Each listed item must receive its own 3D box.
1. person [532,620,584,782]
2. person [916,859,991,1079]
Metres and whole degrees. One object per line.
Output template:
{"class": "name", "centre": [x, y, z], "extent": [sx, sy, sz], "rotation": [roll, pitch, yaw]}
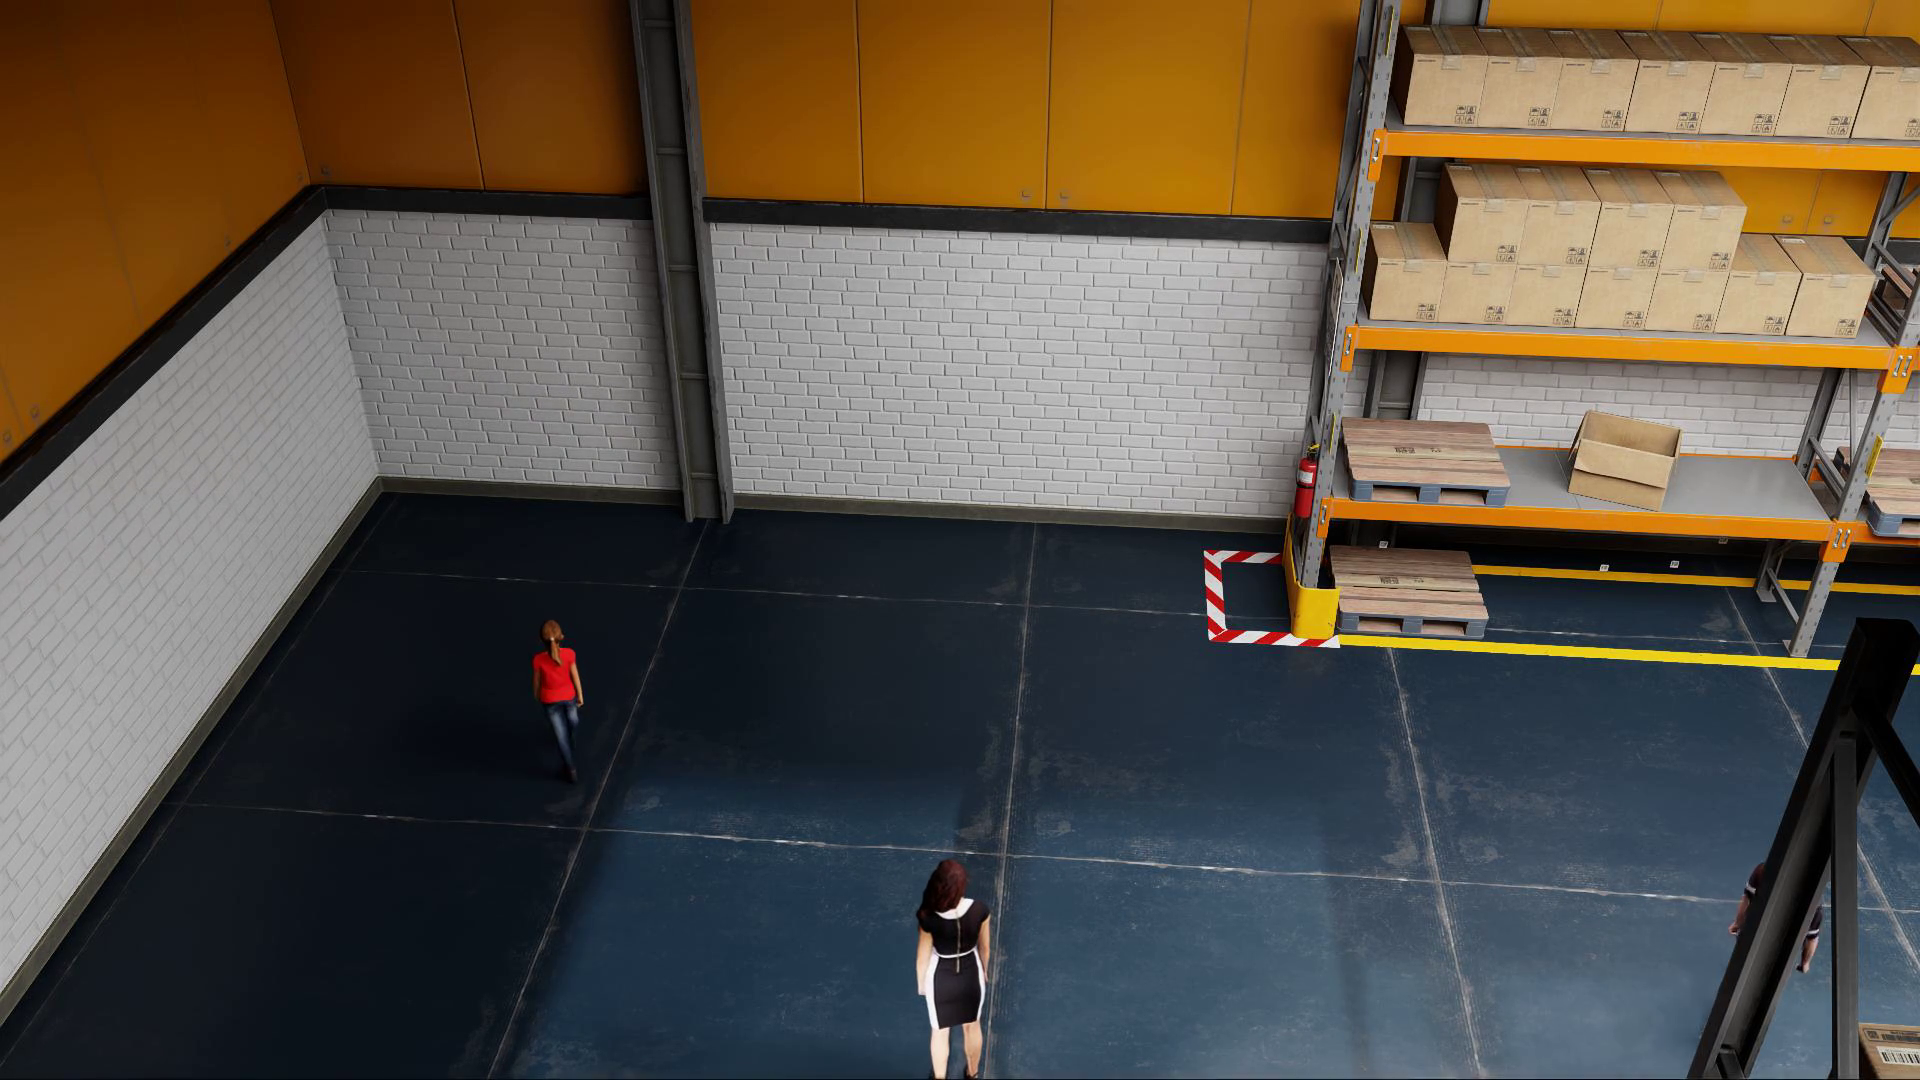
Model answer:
{"class": "person", "centre": [-2.892, 1.185, 12.051], "extent": [0.851, 1.285, 0.804], "rotation": [-15, 36, -21]}
{"class": "person", "centre": [-0.027, 2.539, 9.552], "extent": [0.518, 1.796, 0.681], "rotation": [-6, 34, -9]}
